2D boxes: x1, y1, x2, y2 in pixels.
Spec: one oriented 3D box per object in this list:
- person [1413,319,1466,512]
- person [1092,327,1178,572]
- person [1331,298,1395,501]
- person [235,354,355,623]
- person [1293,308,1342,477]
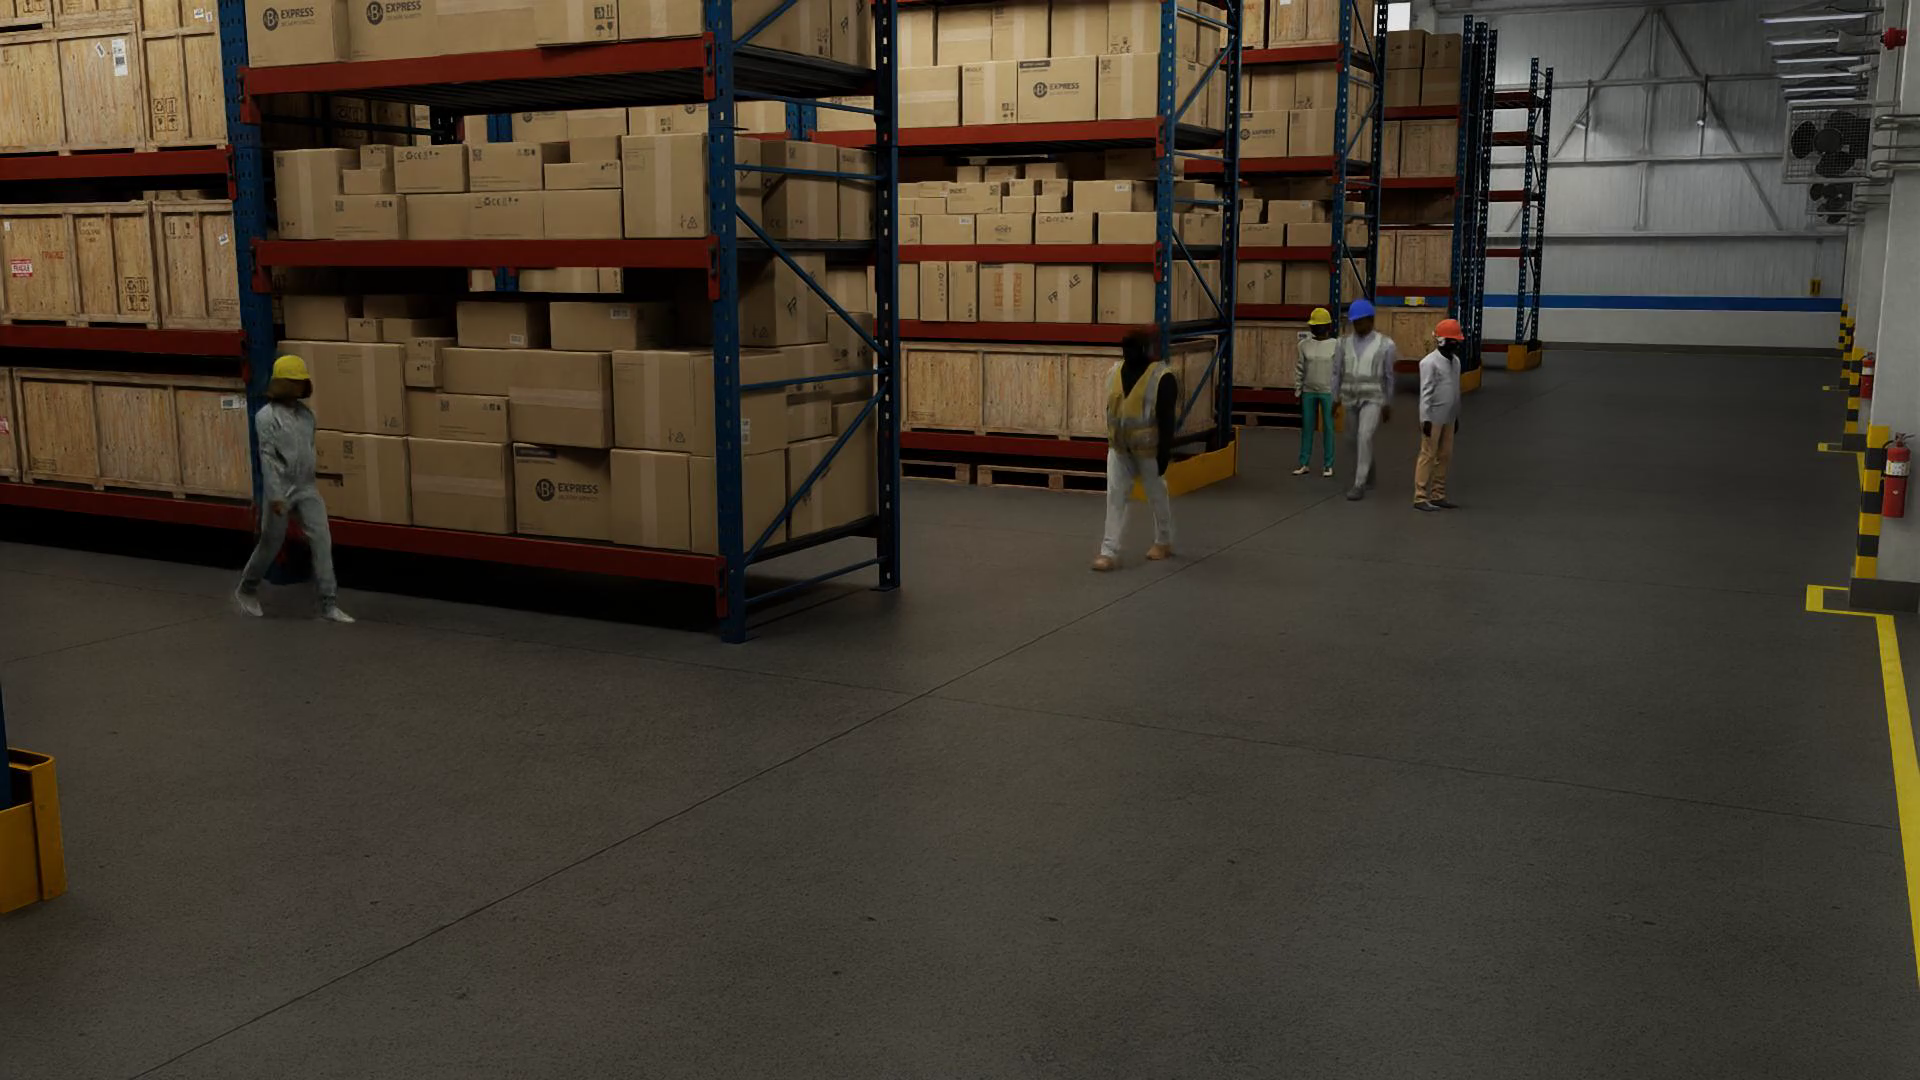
[{"bbox_3d":[4.368,-1.125,15.055,0.573,1.743,0.350,-8,13,-40],"label":"person"},{"bbox_3d":[1.341,-0.685,12.390,0.633,1.794,0.976,7,12,35],"label":"person"},{"bbox_3d":[3.873,-1.355,15.910,0.602,1.916,0.814,7,12,33],"label":"person"},{"bbox_3d":[-4.275,-0.324,10.519,0.830,1.710,0.486,5,11,27],"label":"person"},{"bbox_3d":[3.749,-1.538,17.378,0.529,1.765,0.326,5,11,29],"label":"person"}]
